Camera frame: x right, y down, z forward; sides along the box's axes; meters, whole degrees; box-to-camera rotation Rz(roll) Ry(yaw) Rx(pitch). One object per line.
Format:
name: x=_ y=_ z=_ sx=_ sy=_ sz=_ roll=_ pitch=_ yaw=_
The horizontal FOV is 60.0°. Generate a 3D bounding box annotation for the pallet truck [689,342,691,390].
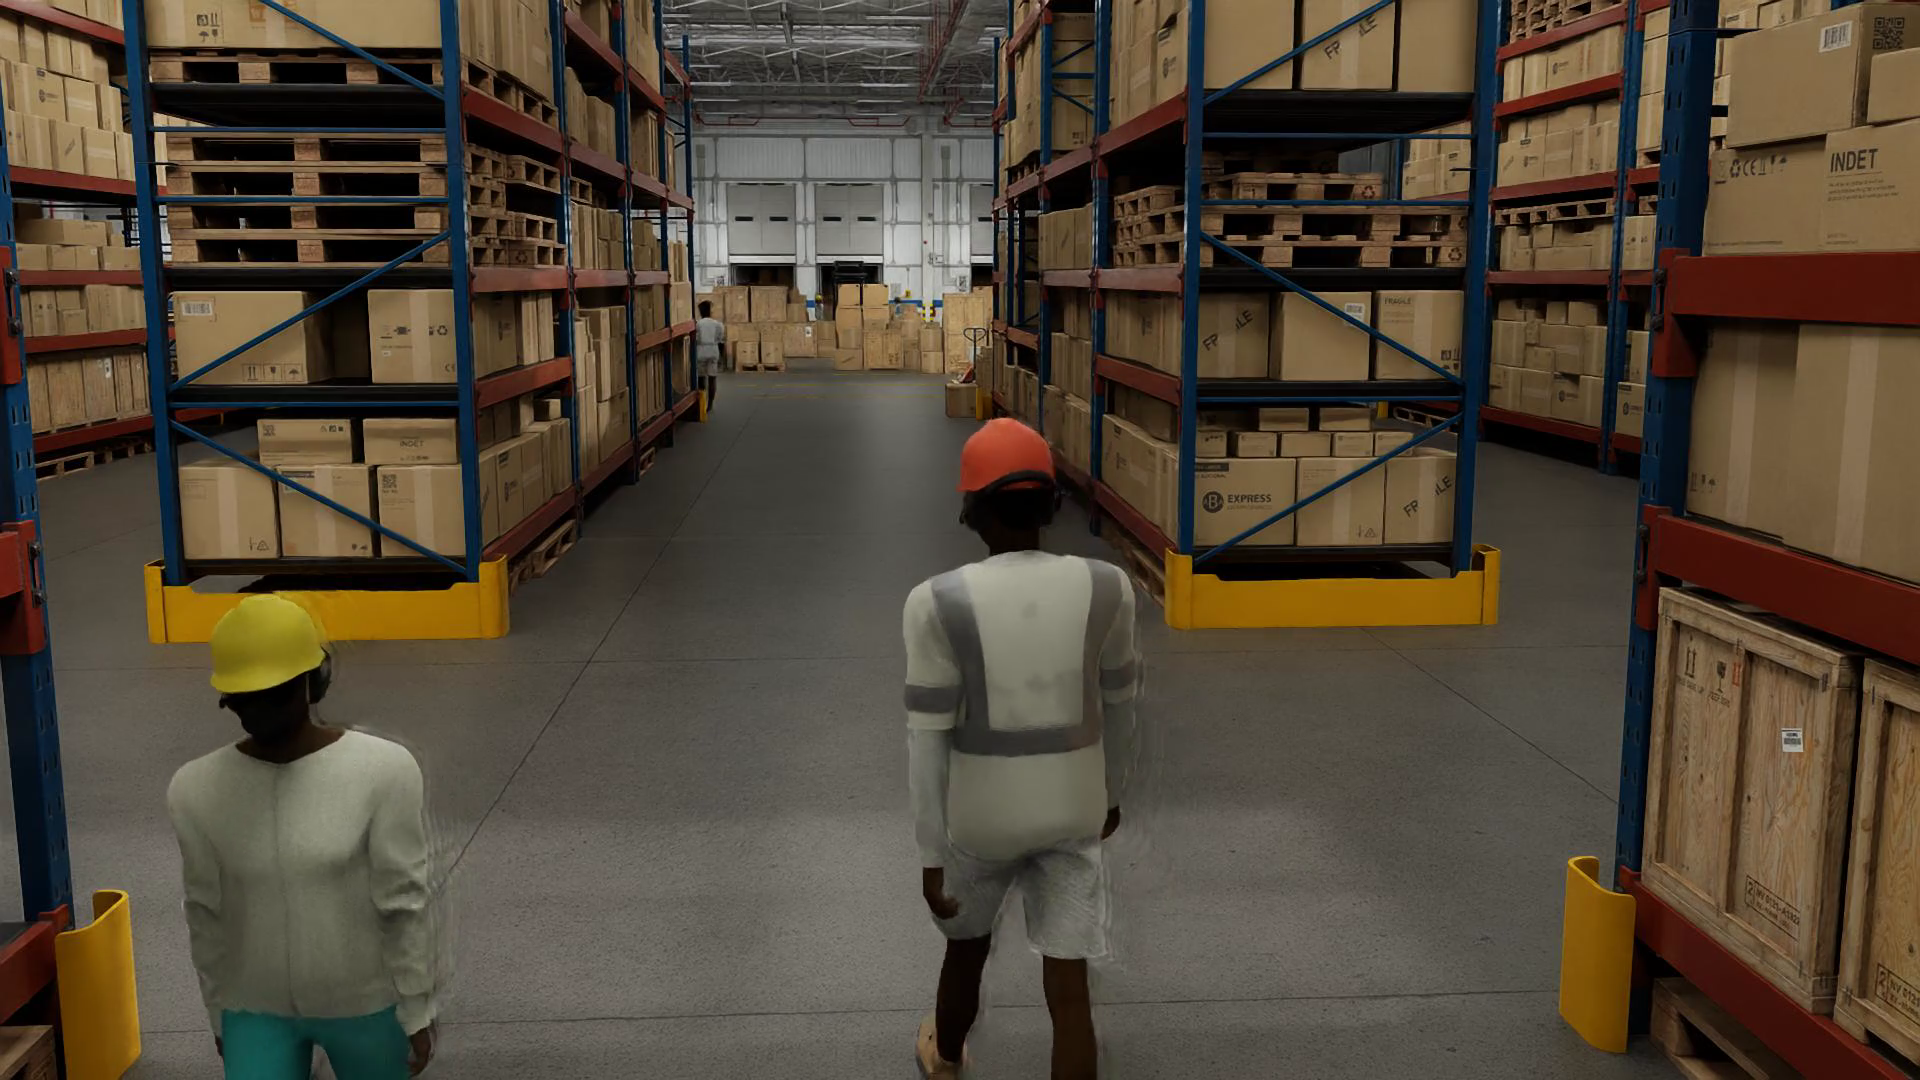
pallet truck: x=-5.225 y=-3.008 z=27.480 sx=1.885 sy=1.965 sz=0.823 roll=2 pitch=9 yaw=14

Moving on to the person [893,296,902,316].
person: x=-2.183 y=-7.622 z=57.595 sx=0.358 sy=1.628 sz=0.545 roll=-1 pitch=9 yaw=-3

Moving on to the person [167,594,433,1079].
person: x=-1.361 y=0.936 z=3.537 sx=0.515 sy=1.735 sz=0.797 roll=-2 pitch=9 yaw=-10

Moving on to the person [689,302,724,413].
person: x=-4.367 y=-3.136 z=28.561 sx=0.620 sy=1.900 sz=0.977 roll=-3 pitch=9 yaw=-15

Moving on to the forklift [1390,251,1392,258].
forklift: x=8.419 y=-4.240 z=32.454 sx=1.129 sy=2.768 sz=1.873 roll=-1 pitch=9 yaw=-3

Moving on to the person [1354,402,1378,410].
person: x=5.581 y=-2.079 z=22.863 sx=0.534 sy=1.616 sz=0.777 roll=1 pitch=9 yaw=3

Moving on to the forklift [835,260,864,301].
forklift: x=-3.555 y=-7.608 z=53.603 sx=1.129 sy=2.768 sz=1.873 roll=-1 pitch=9 yaw=-4

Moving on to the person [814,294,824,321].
person: x=-4.609 y=-7.184 z=54.558 sx=0.393 sy=1.731 sz=0.491 roll=-4 pitch=10 yaw=-21

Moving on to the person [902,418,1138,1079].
person: x=0.144 y=0.683 z=4.329 sx=0.634 sy=1.991 sz=1.035 roll=-2 pitch=9 yaw=-11
